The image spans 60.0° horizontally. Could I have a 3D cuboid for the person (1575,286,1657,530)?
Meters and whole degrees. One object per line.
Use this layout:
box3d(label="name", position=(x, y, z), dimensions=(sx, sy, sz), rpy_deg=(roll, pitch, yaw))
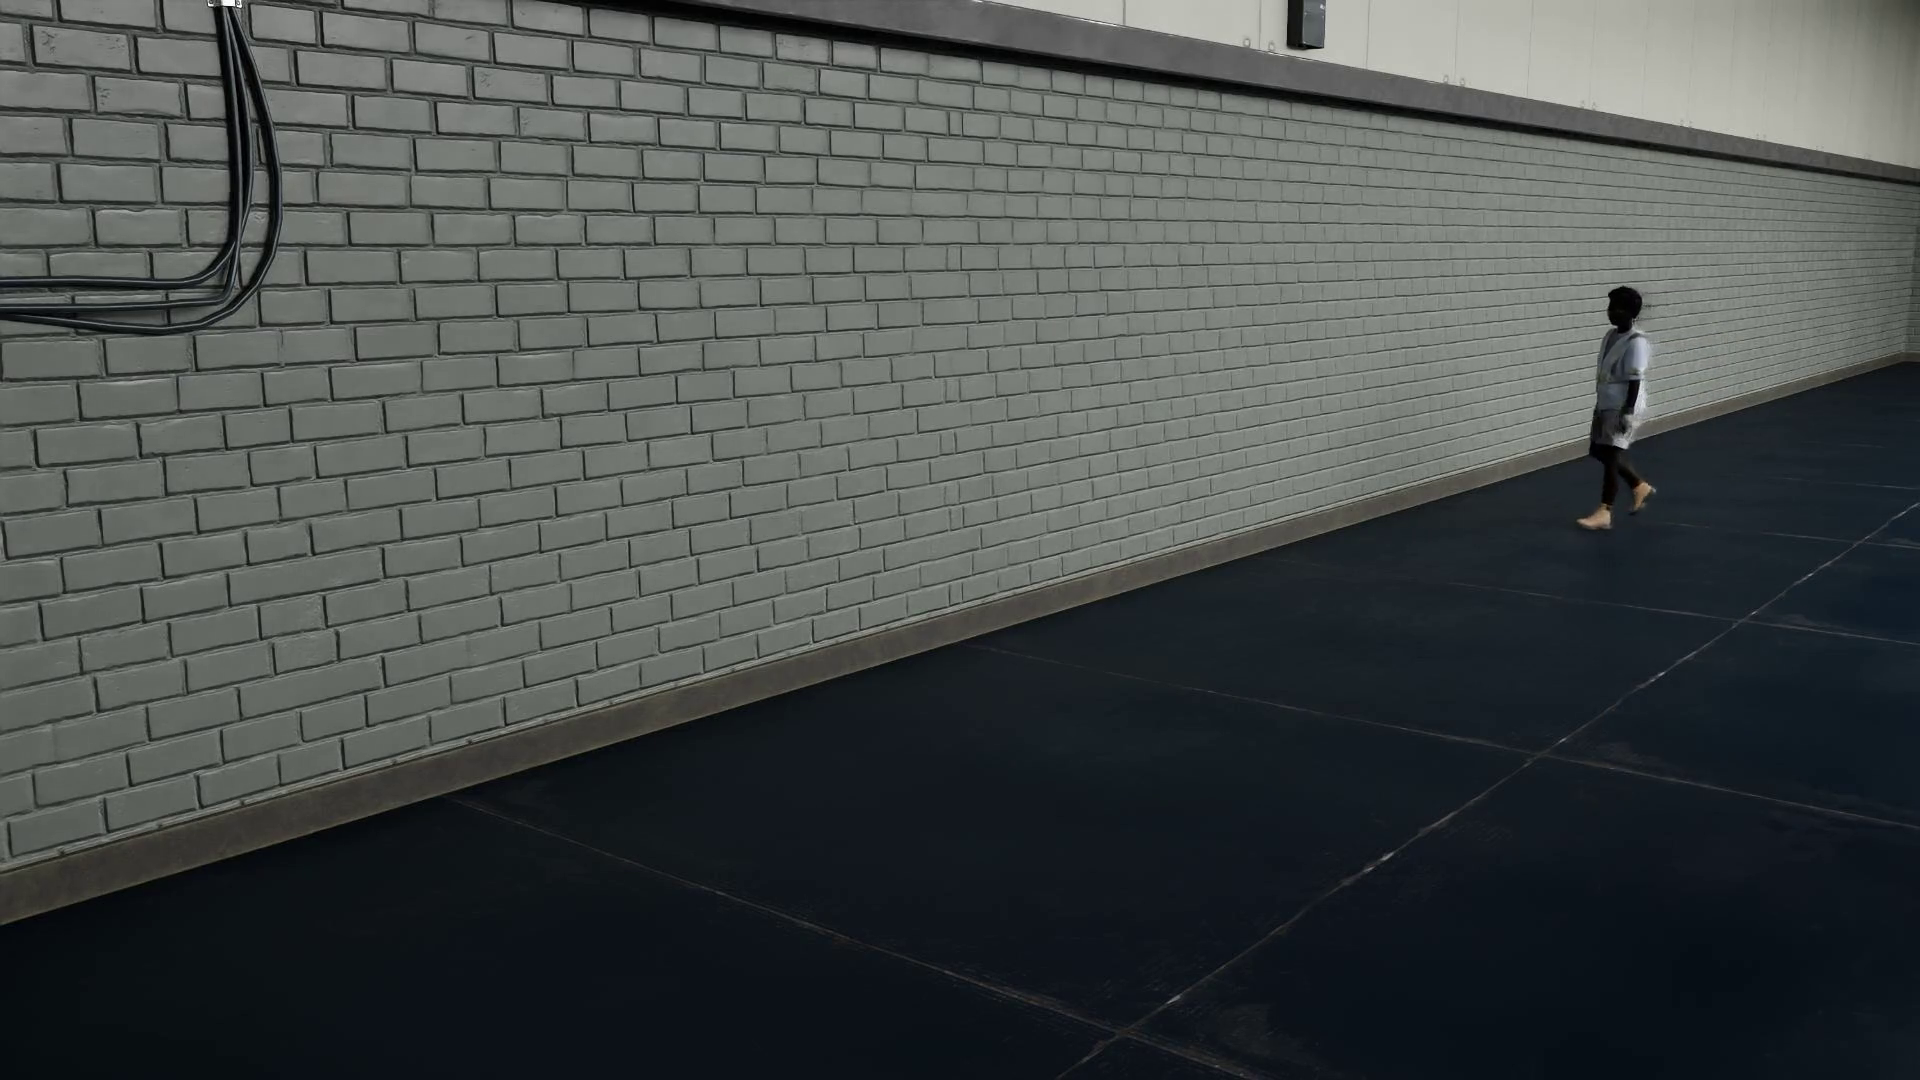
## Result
box3d(label="person", position=(4.611, -0.924, 11.591), dimensions=(0.570, 1.686, 0.567), rpy_deg=(0, 10, 1))
